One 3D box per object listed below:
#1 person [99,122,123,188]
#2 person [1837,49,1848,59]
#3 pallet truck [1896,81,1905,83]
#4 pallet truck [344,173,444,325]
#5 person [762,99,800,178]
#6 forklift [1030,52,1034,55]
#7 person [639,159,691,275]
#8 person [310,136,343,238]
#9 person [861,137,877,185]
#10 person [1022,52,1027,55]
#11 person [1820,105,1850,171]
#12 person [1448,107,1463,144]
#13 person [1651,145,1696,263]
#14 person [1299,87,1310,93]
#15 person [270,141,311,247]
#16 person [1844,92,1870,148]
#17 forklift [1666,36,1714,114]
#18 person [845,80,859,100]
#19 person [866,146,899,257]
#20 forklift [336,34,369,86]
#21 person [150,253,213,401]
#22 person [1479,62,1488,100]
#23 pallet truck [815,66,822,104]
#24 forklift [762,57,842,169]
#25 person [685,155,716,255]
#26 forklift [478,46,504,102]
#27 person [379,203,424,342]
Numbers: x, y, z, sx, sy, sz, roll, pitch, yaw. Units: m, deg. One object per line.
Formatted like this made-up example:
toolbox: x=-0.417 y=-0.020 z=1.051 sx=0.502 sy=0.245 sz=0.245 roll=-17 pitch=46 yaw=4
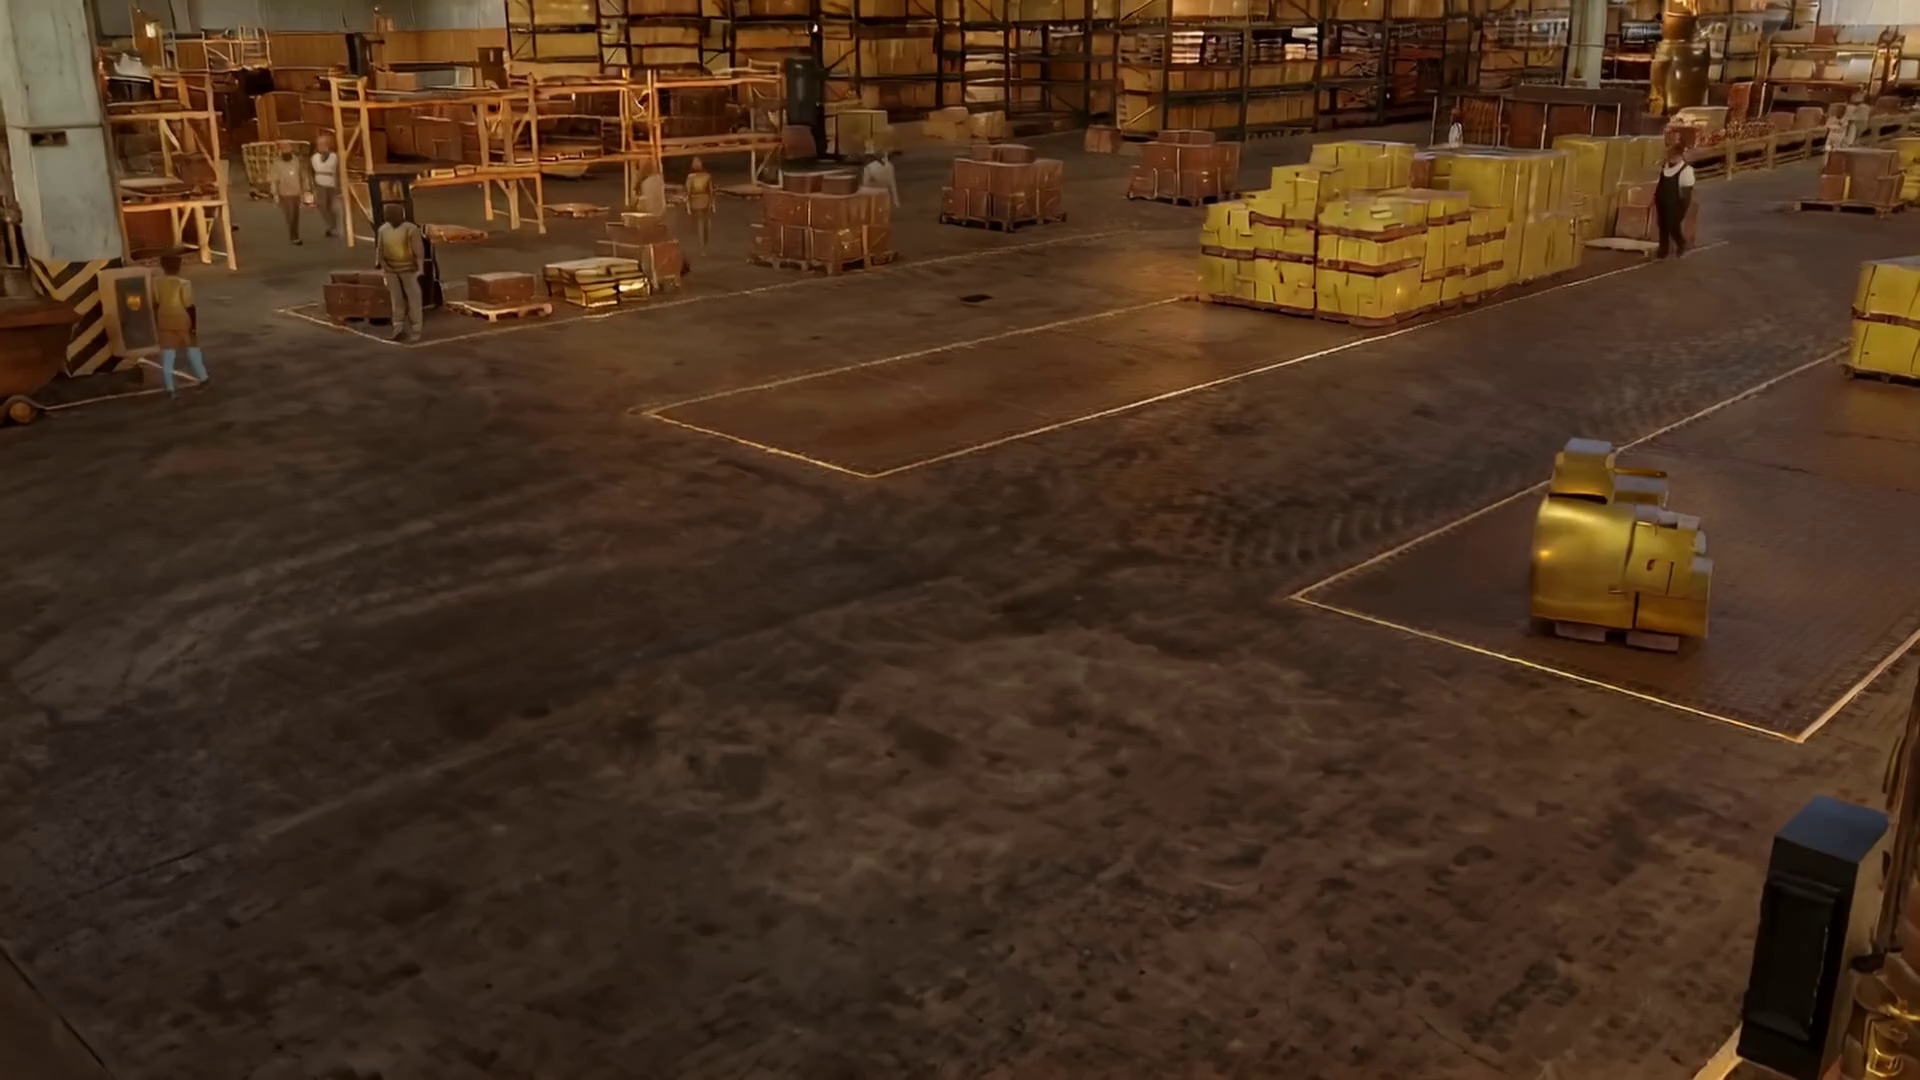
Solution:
person: x=-18.504 y=-8.197 z=36.154 sx=0.516 sy=1.802 sz=0.928 roll=-15 pitch=23 yaw=-38
person: x=41.171 y=-22.099 z=77.807 sx=0.628 sy=1.961 sz=0.961 roll=6 pitch=19 yaw=17
pallet truck: x=34.802 y=-16.331 z=61.455 sx=0.653 sy=1.274 sz=1.630 roll=17 pitch=25 yaw=41
pallet truck: x=-8.209 y=-4.181 z=23.757 sx=0.823 sy=1.965 sz=1.885 roll=3 pitch=19 yaw=9
person: x=-4.506 y=-9.996 z=41.404 sx=1.015 sy=1.907 sz=0.629 roll=-12 pitch=22 yaw=-31
forklift: x=3.458 y=-21.986 z=76.022 sx=1.873 sy=2.768 sz=1.129 roll=12 pitch=22 yaw=32
person: x=-4.910 y=-5.246 z=27.125 sx=0.984 sy=1.900 sz=0.650 roll=6 pitch=19 yaw=19
person: x=-11.912 y=-6.637 z=31.301 sx=0.630 sy=1.901 sz=0.496 roll=1 pitch=18 yaw=2
person: x=-1.714 y=-6.663 z=31.448 sx=0.329 sy=1.865 sz=0.507 roll=-3 pitch=19 yaw=-8
person: x=2.902 y=-21.994 z=77.427 sx=0.629 sy=1.990 sz=1.024 roll=-11 pitch=21 yaw=-30
person: x=22.467 y=-10.310 z=42.710 sx=0.655 sy=1.671 sz=0.558 roll=-16 pitch=24 yaw=-40
person: x=11.333 y=-8.951 z=38.223 sx=0.357 sy=1.937 sz=0.551 roll=6 pitch=19 yaw=18
person: x=12.130 y=-5.745 z=28.401 sx=0.546 sy=2.000 sz=0.703 roll=-7 pitch=20 yaw=-20
person: x=12.924 y=-16.874 z=62.549 sx=0.538 sy=1.656 sz=0.862 roll=6 pitch=19 yaw=17
person: x=-12.122 y=-6.276 z=30.234 sx=0.612 sy=1.884 sz=0.925 roll=-14 pitch=23 yaw=-36
person: x=24.550 y=-11.336 z=45.601 sx=0.462 sy=1.817 sz=0.601 roll=-17 pitch=25 yaw=-42
forklift: x=27.341 y=-17.291 z=61.877 sx=1.129 sy=2.768 sz=1.873 roll=17 pitch=25 yaw=41
person: x=-3.343 y=-13.145 z=51.010 sx=0.543 sy=1.831 sz=0.871 roll=-12 pitch=22 yaw=-32
person: x=-1.312 y=-5.906 z=29.070 sx=0.547 sy=1.921 sz=0.660 roll=16 pitch=24 yaw=40
forklift: x=-23.464 y=-18.297 z=64.908 sx=1.129 sy=2.768 sz=1.873 roll=17 pitch=25 yaw=41
person: x=-9.000 y=-2.476 z=19.156 sx=0.550 sy=1.644 sz=0.894 roll=0 pitch=18 yaw=-1
person: x=21.640 y=-18.988 z=68.978 sx=0.700 sy=1.607 sz=0.502 roll=-7 pitch=20 yaw=-21
pallet truck: x=-4.812 y=-15.182 z=56.903 sx=0.823 sy=1.965 sz=1.885 roll=-9 pitch=21 yaw=-26
forklift: x=-4.178 y=-11.177 z=43.456 sx=1.129 sy=2.768 sz=1.873 roll=17 pitch=25 yaw=41
person: x=-4.599 y=-5.945 z=29.482 sx=0.518 sy=1.722 sz=0.567 roll=-4 pitch=19 yaw=-13
forklift: x=-14.397 y=-13.832 z=51.456 sx=1.129 sy=2.768 sz=1.873 roll=17 pitch=25 yaw=41
person: x=-7.438 y=-3.557 z=22.131 sx=0.620 sy=1.838 sz=0.429 roll=4 pitch=19 yaw=13
